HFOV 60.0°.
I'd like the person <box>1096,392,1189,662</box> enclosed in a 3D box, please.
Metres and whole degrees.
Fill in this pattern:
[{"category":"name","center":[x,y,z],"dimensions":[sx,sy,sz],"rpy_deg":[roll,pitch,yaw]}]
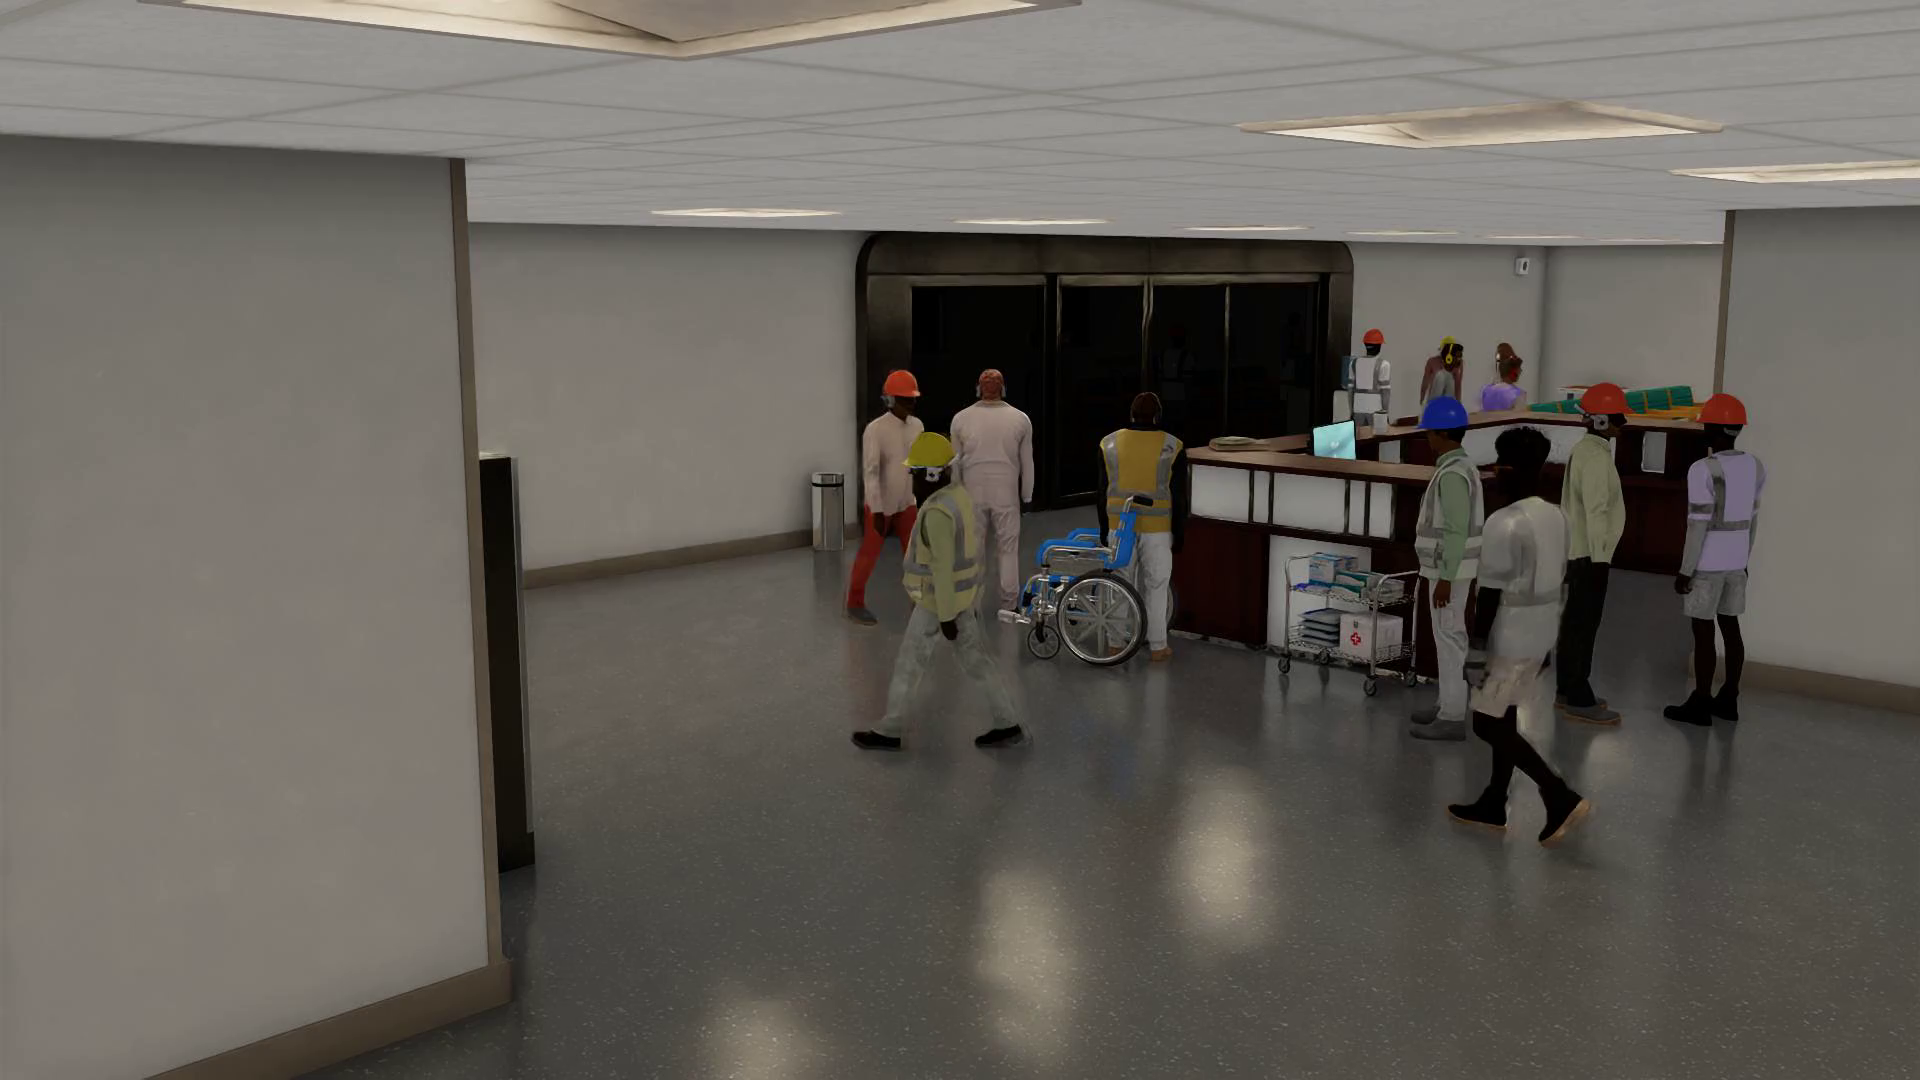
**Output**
[{"category":"person","center":[1.237,-0.084,11.274],"dimensions":[0.630,1.835,0.429],"rpy_deg":[3,10,17]}]

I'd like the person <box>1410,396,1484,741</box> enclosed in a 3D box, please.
[{"category":"person","center":[2.747,0.161,9.410],"dimensions":[0.398,1.943,0.616],"rpy_deg":[3,10,18]}]

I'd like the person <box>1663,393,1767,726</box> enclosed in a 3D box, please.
[{"category":"person","center":[4.396,0.117,9.705],"dimensions":[0.542,1.938,0.358],"rpy_deg":[-4,10,-26]}]

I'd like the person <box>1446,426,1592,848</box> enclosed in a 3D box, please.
[{"category":"person","center":[2.593,0.452,7.631],"dimensions":[0.620,1.945,0.672],"rpy_deg":[-9,13,-44]}]

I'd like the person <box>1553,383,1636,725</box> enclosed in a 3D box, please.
[{"category":"person","center":[3.725,0.073,9.800],"dimensions":[0.378,1.995,0.609],"rpy_deg":[2,9,10]}]

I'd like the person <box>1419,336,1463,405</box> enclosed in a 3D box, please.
[{"category":"person","center":[6.813,-2.022,23.488],"dimensions":[0.568,1.727,0.691],"rpy_deg":[5,10,26]}]

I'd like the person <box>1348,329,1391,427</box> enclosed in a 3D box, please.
[{"category":"person","center":[4.951,-1.576,20.087],"dimensions":[0.375,1.939,0.546],"rpy_deg":[-9,13,-44]}]

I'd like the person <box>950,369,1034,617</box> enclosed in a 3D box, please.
[{"category":"person","center":[0.245,-0.354,12.716],"dimensions":[0.644,1.900,0.399],"rpy_deg":[0,9,2]}]

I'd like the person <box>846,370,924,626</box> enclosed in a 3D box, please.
[{"category":"person","center":[-0.506,-0.276,12.141],"dimensions":[0.630,1.933,1.045],"rpy_deg":[-9,13,-44]}]

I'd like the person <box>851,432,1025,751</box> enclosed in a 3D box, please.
[{"category":"person","center":[-0.084,0.294,9.118],"dimensions":[0.941,1.788,0.601],"rpy_deg":[2,10,14]}]

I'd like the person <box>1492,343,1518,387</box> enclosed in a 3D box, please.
[{"category":"person","center":[7.558,-1.925,23.164],"dimensions":[0.299,1.631,0.528],"rpy_deg":[-3,10,-16]}]
